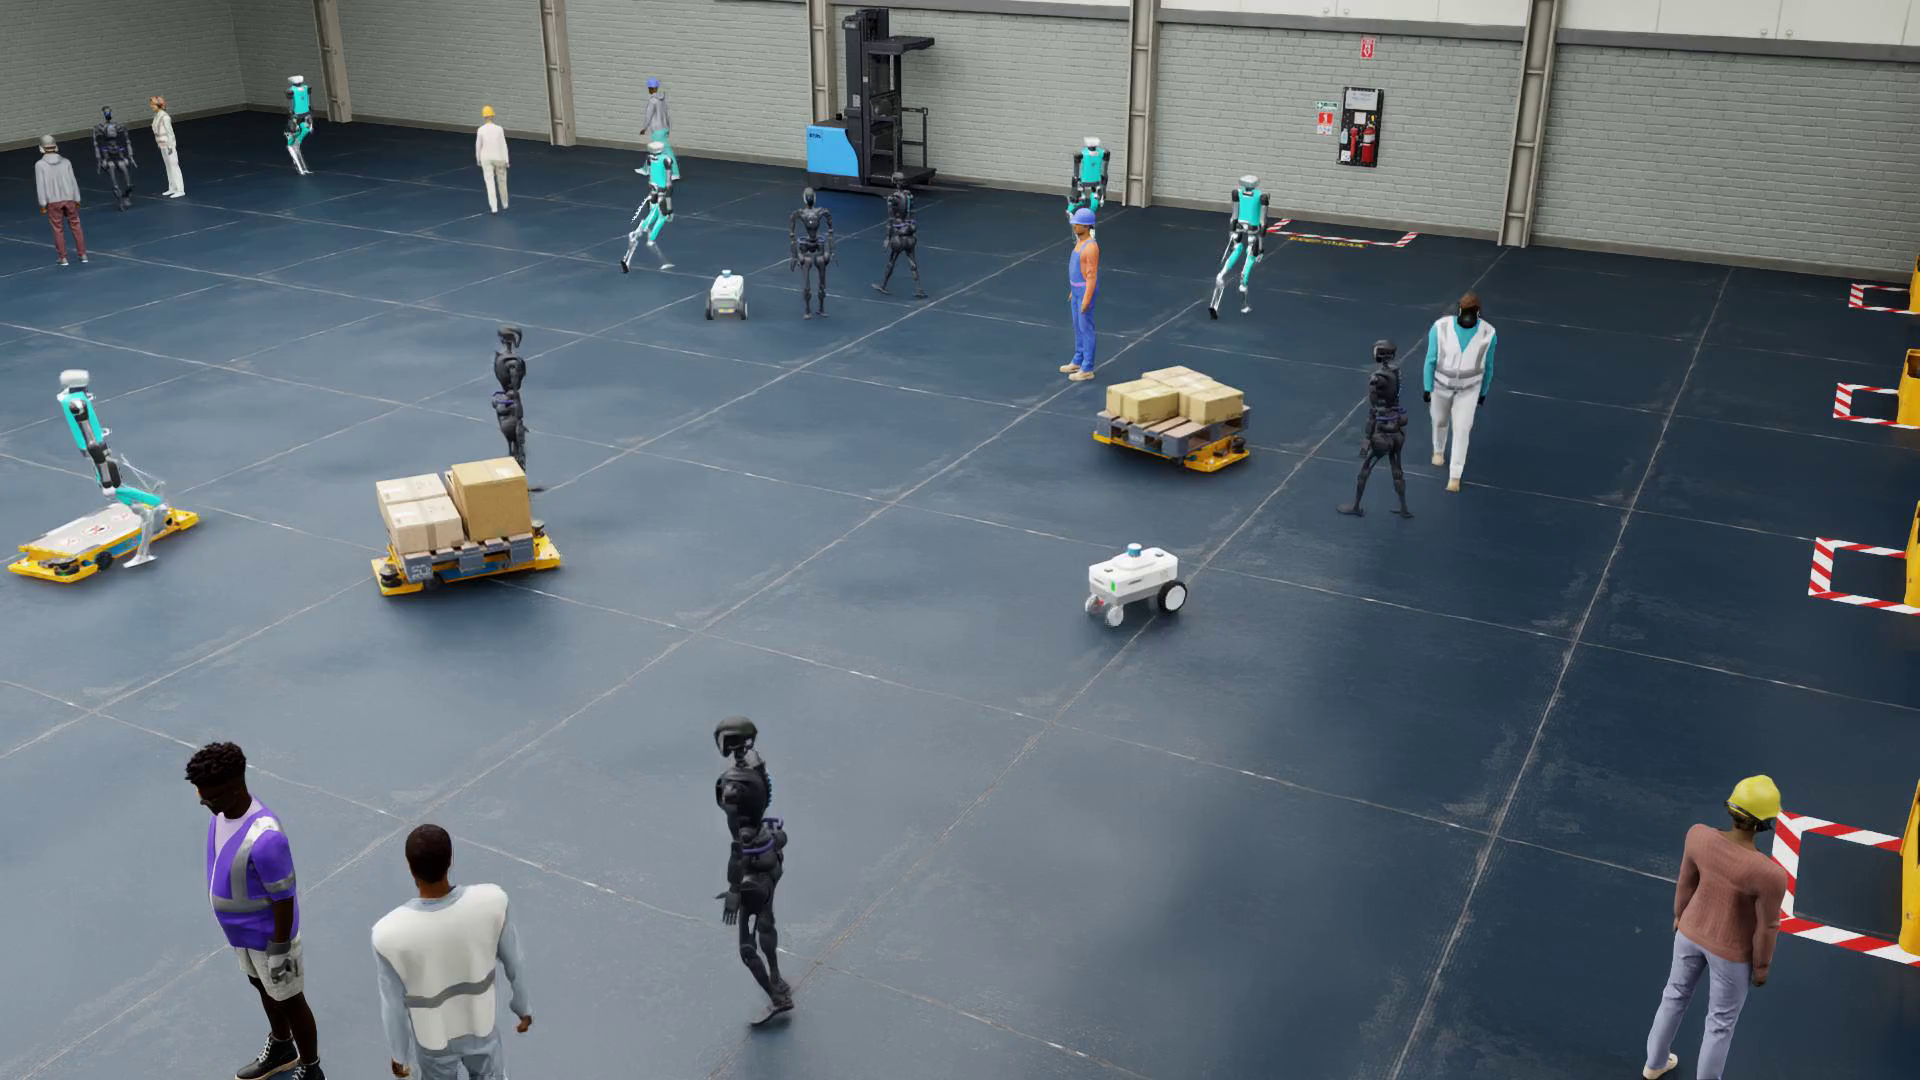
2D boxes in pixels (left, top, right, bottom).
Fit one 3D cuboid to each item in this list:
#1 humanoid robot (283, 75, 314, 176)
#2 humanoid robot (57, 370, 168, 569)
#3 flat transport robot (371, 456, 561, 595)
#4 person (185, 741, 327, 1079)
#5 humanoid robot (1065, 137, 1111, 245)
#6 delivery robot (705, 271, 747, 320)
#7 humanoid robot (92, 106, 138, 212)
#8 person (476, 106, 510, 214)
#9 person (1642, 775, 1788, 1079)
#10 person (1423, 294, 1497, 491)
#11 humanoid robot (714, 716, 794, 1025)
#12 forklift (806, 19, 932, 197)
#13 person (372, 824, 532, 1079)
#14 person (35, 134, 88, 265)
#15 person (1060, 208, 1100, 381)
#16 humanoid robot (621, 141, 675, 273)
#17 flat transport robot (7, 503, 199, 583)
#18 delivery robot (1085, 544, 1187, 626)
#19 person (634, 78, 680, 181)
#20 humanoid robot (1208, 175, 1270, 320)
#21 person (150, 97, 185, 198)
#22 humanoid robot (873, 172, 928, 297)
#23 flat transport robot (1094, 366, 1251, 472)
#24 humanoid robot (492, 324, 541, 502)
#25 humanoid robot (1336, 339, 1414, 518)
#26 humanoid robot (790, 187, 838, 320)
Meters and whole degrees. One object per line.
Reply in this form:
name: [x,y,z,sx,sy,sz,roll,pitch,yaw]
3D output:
humanoid robot: [-11.719,-7.267,29.236,0.837,1.793,0.610,11,26,25]
humanoid robot: [-6.842,-0.531,13.646,0.720,1.871,0.533,-15,27,-30]
flat transport robot: [-4.133,0.126,13.869,1.431,0.231,0.659,-11,26,-24]
person: [-3.307,1.805,7.823,0.601,1.958,0.368,21,31,40]
humanoid robot: [1.774,-4.948,23.832,0.545,1.737,0.968,-6,24,-14]
delivery robot: [-2.936,-3.088,21.005,0.499,0.606,0.796,0,23,-1]
humanoid robot: [-13.519,-6.100,26.580,0.601,1.641,0.434,-17,29,-35]
person: [-7.441,-6.047,26.501,0.487,1.679,0.747,-5,24,-12]
person: [3.604,1.894,7.872,0.341,1.758,0.518,-14,27,-29]
person: [4.652,-1.448,15.579,0.614,1.808,0.911,8,24,17]
humanoid robot: [-1.036,1.658,8.514,0.382,1.644,0.602,3,23,7]
forklift: [-1.573,-7.292,27.850,1.873,2.768,1.129,12,26,25]
person: [-2.150,2.110,7.201,0.629,1.891,0.699,-14,27,-29]
person: [-12.634,-4.776,23.336,0.549,1.806,0.380,-20,30,-39]
person: [1.353,-2.727,18.435,0.362,1.910,0.515,-6,24,-13]
humanoid robot: [-4.366,-4.529,22.887,0.912,1.795,0.551,-20,30,-38]
flat transport robot: [-7.301,-0.019,14.208,0.659,0.231,1.431,8,25,19]
delivery robot: [1.376,0.324,13.068,0.816,0.612,0.499,-15,28,-31]
person: [-5.309,-7.127,28.906,0.926,1.716,0.514,5,24,11]
humanoid robot: [3.405,-3.604,20.727,0.534,1.775,0.954,19,30,38]
person: [-13.177,-6.528,27.619,0.310,1.641,0.512,-20,30,-38]
humanoid robot: [-0.789,-3.990,21.708,0.763,1.627,0.601,15,27,31]
flat transport robot: [2.090,-0.992,16.472,1.431,0.231,0.659,20,30,39]
humanoid robot: [-4.032,-1.148,15.065,0.429,1.652,0.611,-10,25,-22]
humanoid robot: [3.762,-0.967,14.667,0.611,1.639,0.587,17,28,34]
humanoid robot: [-1.822,-3.575,20.701,0.600,1.647,0.342,-6,24,-15]
